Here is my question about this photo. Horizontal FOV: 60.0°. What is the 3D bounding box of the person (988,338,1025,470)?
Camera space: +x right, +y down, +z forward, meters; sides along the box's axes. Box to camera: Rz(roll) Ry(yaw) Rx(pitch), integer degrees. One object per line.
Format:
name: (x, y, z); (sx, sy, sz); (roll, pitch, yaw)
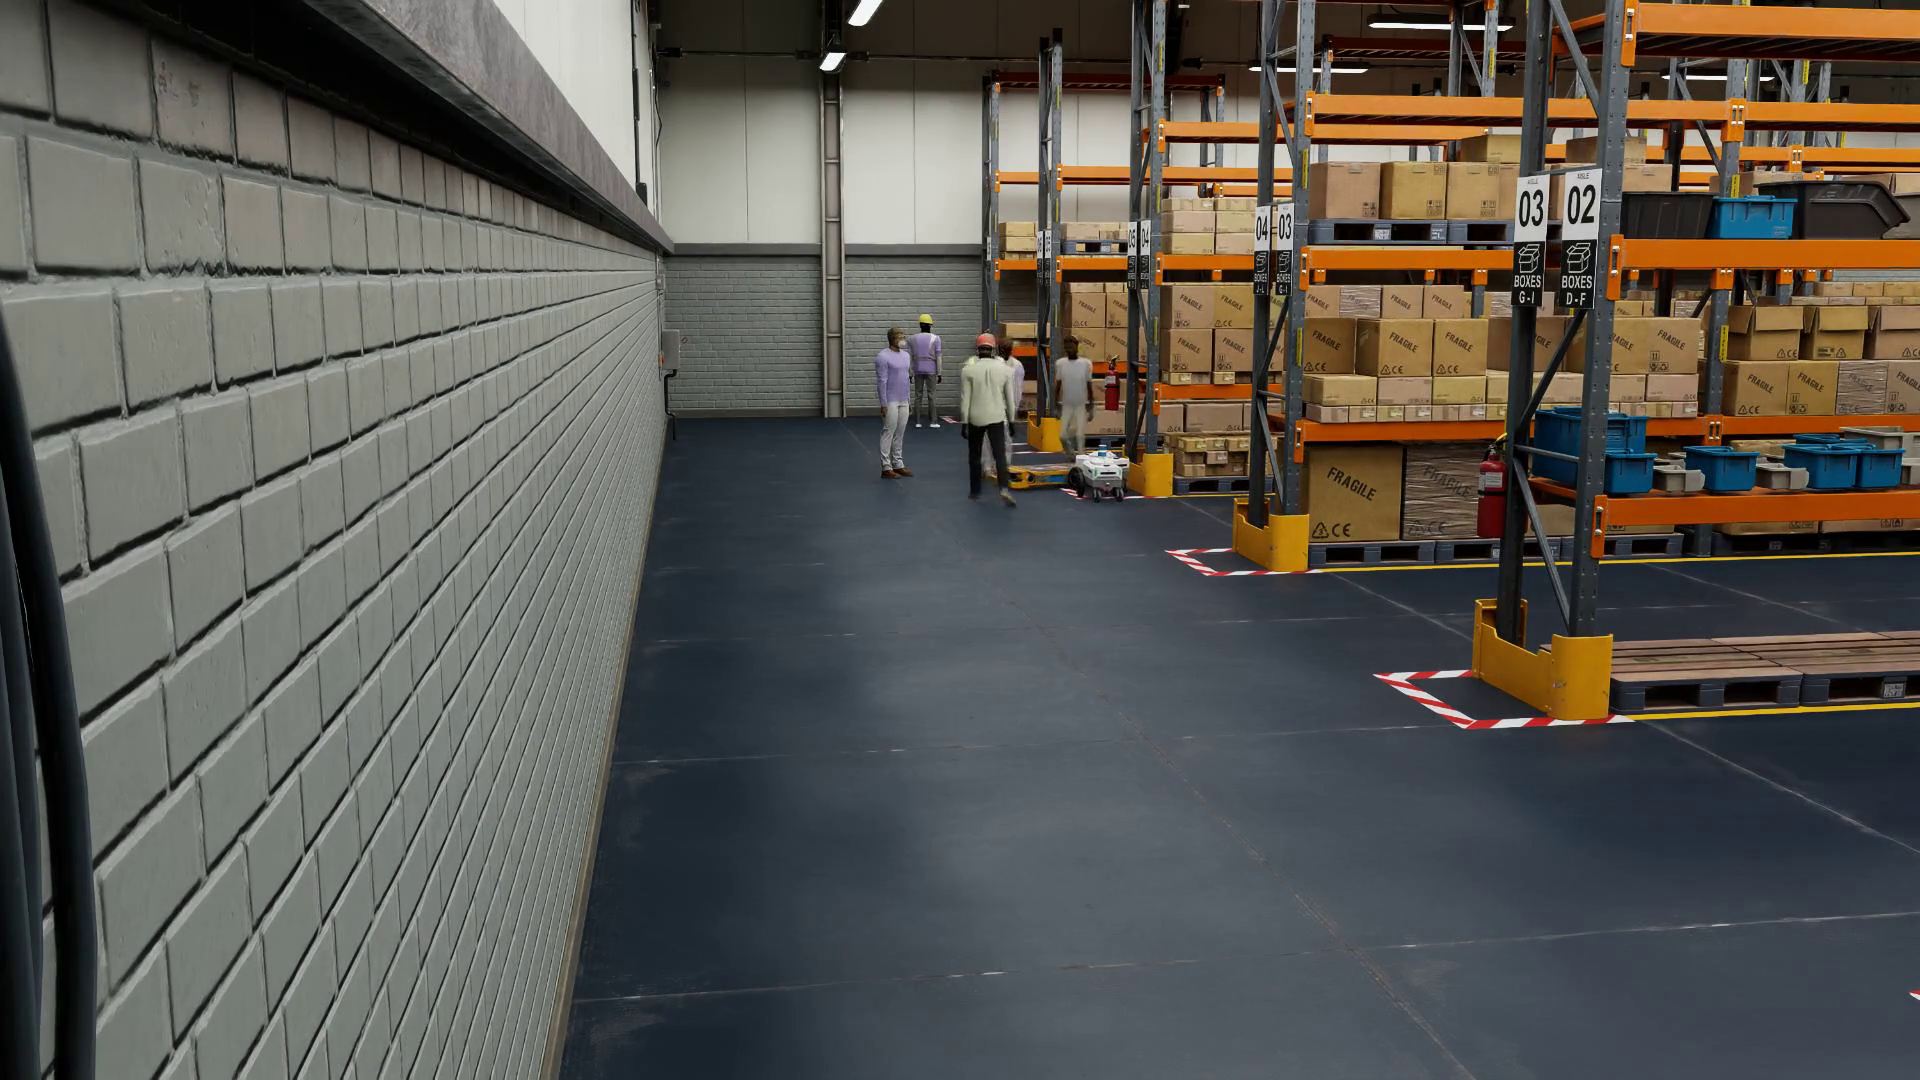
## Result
person: (0.494, -1.737, 21.688); (0.688, 1.774, 0.941); (3, 10, 17)

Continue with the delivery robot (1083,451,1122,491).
delivery robot: (1.645, -0.785, 19.272); (0.477, 0.478, 0.707); (-1, 9, -7)

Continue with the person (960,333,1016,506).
person: (0.339, -1.350, 18.796); (0.657, 1.952, 0.891); (-2, 9, -13)

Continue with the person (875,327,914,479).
person: (-0.828, -1.759, 21.311); (0.372, 1.940, 0.630); (6, 11, 33)

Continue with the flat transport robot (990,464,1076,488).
flat transport robot: (1.153, -0.805, 20.555); (1.431, 0.197, 0.652); (-4, 10, -22)

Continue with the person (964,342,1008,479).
person: (0.347, -1.679, 21.191); (0.662, 1.821, 0.436); (-4, 10, -25)

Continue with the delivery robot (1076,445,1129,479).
delivery robot: (1.710, -0.897, 19.963); (0.477, 0.478, 0.707); (-6, 11, -34)

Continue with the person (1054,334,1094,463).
person: (1.458, -1.701, 21.226); (0.559, 1.849, 0.390); (4, 10, 21)

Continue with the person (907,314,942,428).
person: (-0.589, -2.831, 27.981); (0.585, 1.920, 0.382); (2, 9, 12)
